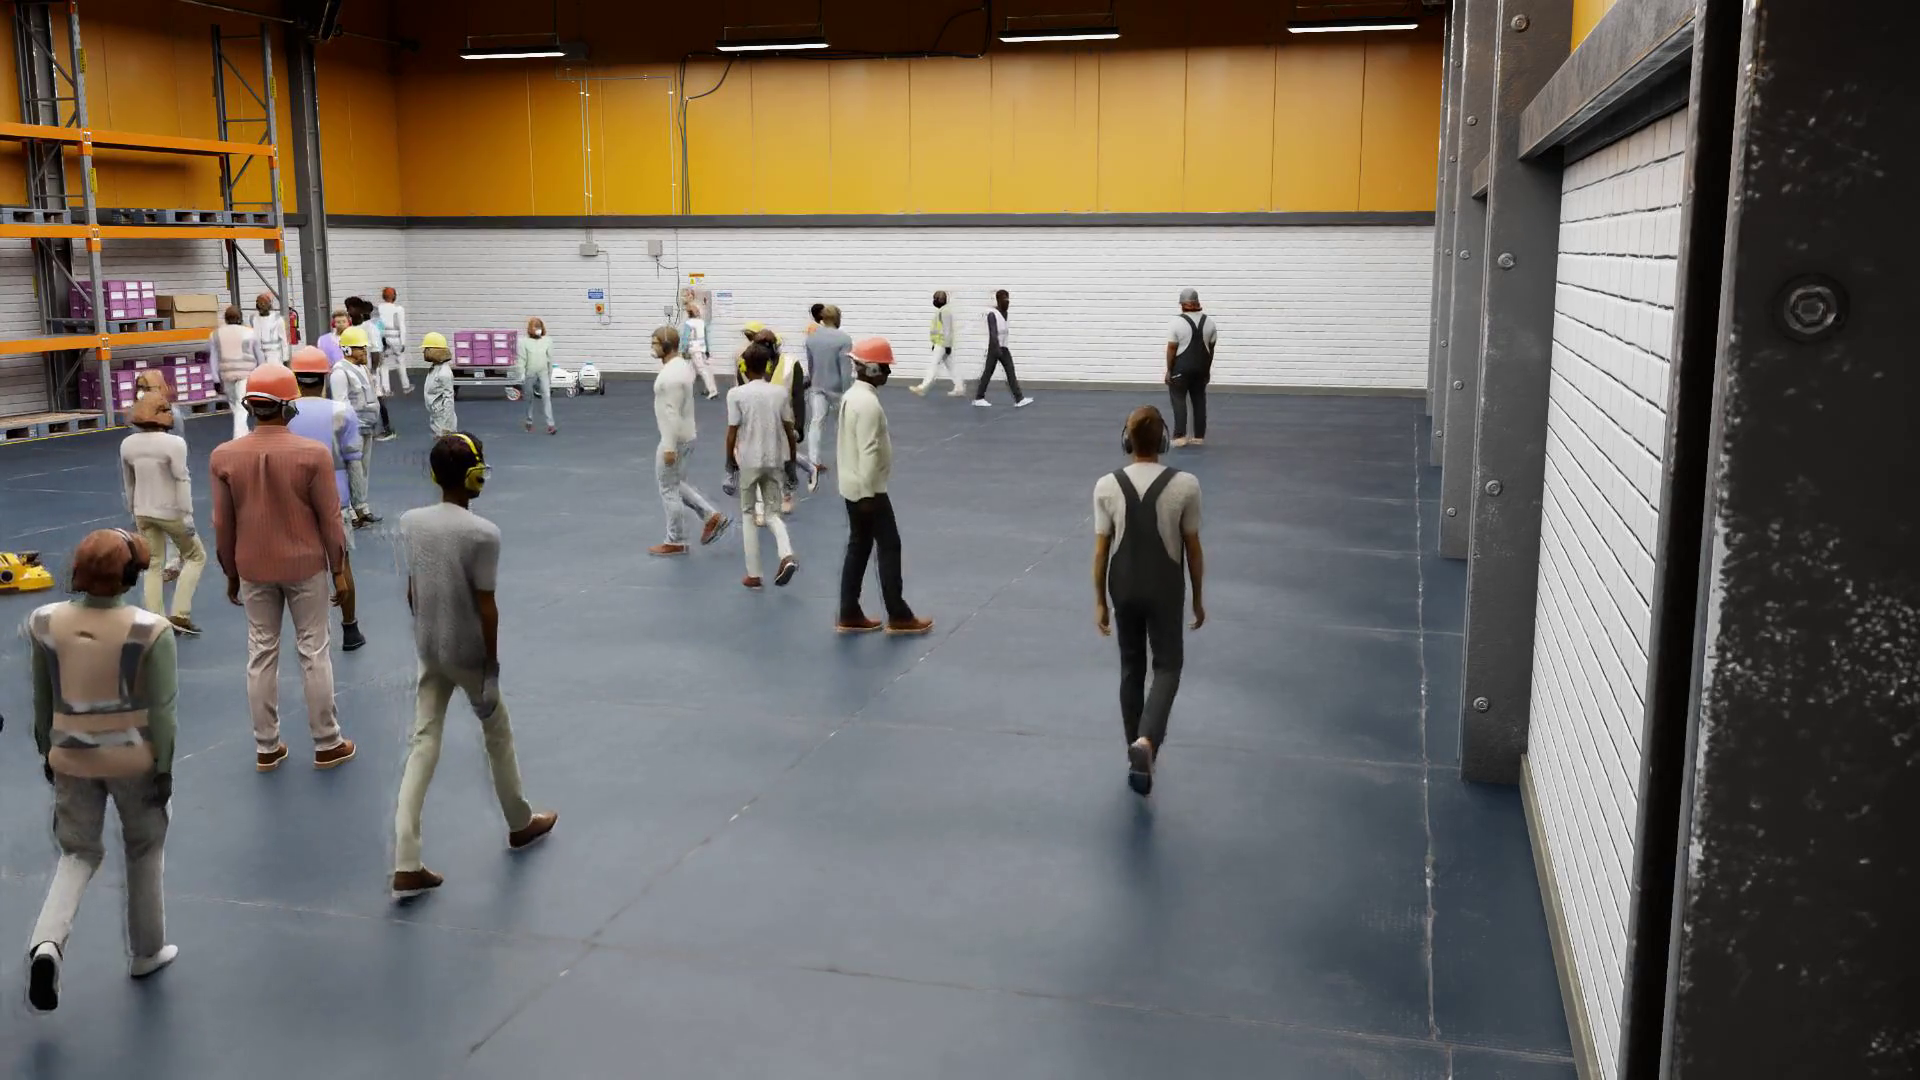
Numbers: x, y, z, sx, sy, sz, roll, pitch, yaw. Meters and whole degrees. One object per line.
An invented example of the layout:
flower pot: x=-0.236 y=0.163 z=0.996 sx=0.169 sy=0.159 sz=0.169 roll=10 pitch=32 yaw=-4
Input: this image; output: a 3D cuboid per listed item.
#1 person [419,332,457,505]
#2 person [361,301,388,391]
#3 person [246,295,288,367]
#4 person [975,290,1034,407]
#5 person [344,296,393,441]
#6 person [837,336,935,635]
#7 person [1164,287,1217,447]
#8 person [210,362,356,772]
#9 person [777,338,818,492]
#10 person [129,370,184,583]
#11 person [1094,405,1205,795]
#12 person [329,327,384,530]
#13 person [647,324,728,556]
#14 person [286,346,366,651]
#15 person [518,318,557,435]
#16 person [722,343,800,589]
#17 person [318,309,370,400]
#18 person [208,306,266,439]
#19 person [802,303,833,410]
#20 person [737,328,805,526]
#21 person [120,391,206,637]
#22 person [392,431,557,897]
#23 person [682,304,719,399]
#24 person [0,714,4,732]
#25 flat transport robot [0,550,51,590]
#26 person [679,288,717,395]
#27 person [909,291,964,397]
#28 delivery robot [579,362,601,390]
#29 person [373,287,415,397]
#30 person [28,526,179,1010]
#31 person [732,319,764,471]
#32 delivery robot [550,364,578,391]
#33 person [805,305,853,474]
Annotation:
person: x=-4.943 y=-1.097 z=15.800 sx=0.302 sy=1.745 sz=0.483 roll=-6 pitch=12 yaw=-31
person: x=-9.952 y=-3.235 z=28.144 sx=0.548 sy=1.658 sz=0.884 roll=2 pitch=10 yaw=9
person: x=-10.432 y=-2.761 z=25.005 sx=0.581 sy=1.832 sz=1.005 roll=1 pitch=10 yaw=7
person: x=0.659 y=-3.038 z=26.461 sx=1.018 sy=1.865 sz=0.597 roll=7 pitch=12 yaw=35
person: x=-7.762 y=-2.200 z=21.574 sx=0.620 sy=1.916 sz=0.997 roll=4 pitch=11 yaw=21
person: x=-0.509 y=-0.347 z=10.917 sx=0.613 sy=1.980 sz=0.648 roll=-3 pitch=11 yaw=-18
person: x=2.914 y=-2.227 z=21.359 sx=0.687 sy=2.000 sz=0.536 roll=-4 pitch=11 yaw=-21
person: x=-3.285 y=0.139 z=8.090 sx=0.611 sy=1.996 sz=0.378 roll=0 pitch=10 yaw=-2
person: x=-1.814 y=-1.260 z=16.749 sx=0.672 sy=1.743 sz=0.524 roll=-10 pitch=14 yaw=-44
person: x=-6.096 y=-0.488 z=12.675 sx=0.521 sy=1.620 sz=0.383 roll=4 pitch=11 yaw=20
person: x=0.871 y=0.278 z=7.815 sx=0.521 sy=1.823 sz=0.776 roll=3 pitch=11 yaw=19
person: x=-5.465 y=-1.016 z=15.092 sx=0.404 sy=1.829 sz=0.600 roll=0 pitch=10 yaw=1
person: x=-2.287 y=-0.811 z=13.700 sx=0.556 sy=1.925 sz=0.625 roll=-1 pitch=10 yaw=-6
person: x=-4.044 y=-0.252 z=10.477 sx=0.551 sy=1.932 sz=0.378 roll=-3 pitch=11 yaw=-18
person: x=-5.790 y=-2.238 z=22.718 sx=0.508 sy=1.583 sz=0.877 roll=-6 pitch=11 yaw=-29
person: x=-1.456 y=-0.529 z=12.312 sx=0.583 sy=1.845 sz=0.539 roll=-6 pitch=12 yaw=-30
person: x=-7.230 y=-1.803 z=19.560 sx=0.570 sy=1.826 sz=0.447 roll=-4 pitch=11 yaw=-23
person: x=-9.163 y=-2.063 z=21.158 sx=0.620 sy=1.795 sz=0.978 roll=-1 pitch=10 yaw=-3
person: x=-2.297 y=-2.861 z=25.998 sx=0.579 sy=1.673 sz=0.536 roll=2 pitch=10 yaw=11
person: x=-1.750 y=-1.073 z=15.491 sx=0.628 sy=1.812 sz=0.863 roll=-1 pitch=10 yaw=-3
person: x=-5.155 y=-0.151 z=10.779 sx=0.525 sy=1.616 sz=0.407 roll=3 pitch=10 yaw=14
person: x=-2.032 y=0.473 z=6.708 sx=0.530 sy=1.826 sz=0.973 roll=3 pitch=11 yaw=18
person: x=-4.395 y=-3.155 z=27.892 sx=0.888 sy=1.595 sz=0.536 roll=5 pitch=11 yaw=28
person: x=-3.794 y=0.586 z=5.889 sx=0.548 sy=1.894 sz=1.004 roll=1 pitch=10 yaw=5
flat transport robot: x=-7.513 y=0.279 z=12.180 sx=1.431 sy=0.197 sz=0.652 roll=-7 pitch=12 yaw=-35
person: x=-4.633 y=-3.377 z=28.425 sx=1.027 sy=1.845 sz=0.667 roll=-5 pitch=11 yaw=-26
person: x=-0.368 y=-3.332 z=28.321 sx=0.977 sy=1.786 sz=0.655 roll=0 pitch=10 yaw=-1
delivery robot: x=-6.404 y=-2.845 z=28.800 sx=0.477 sy=0.478 sz=0.707 roll=-1 pitch=10 yaw=-9
person: x=-9.739 y=-3.408 z=28.568 sx=0.583 sy=1.845 sz=0.867 roll=1 pitch=10 yaw=3
person: x=-2.887 y=0.770 z=5.582 sx=0.520 sy=1.616 sz=0.619 roll=0 pitch=10 yaw=-2
person: x=-2.389 y=-1.625 z=18.824 sx=0.525 sy=1.734 sz=0.764 roll=7 pitch=12 yaw=34
delivery robot: x=-6.853 y=-2.738 z=28.195 sx=0.707 sy=0.478 sz=0.477 roll=0 pitch=10 yaw=1
person: x=-1.423 y=-1.714 z=18.877 sx=0.658 sy=1.885 sz=1.000 roll=6 pitch=12 yaw=30
